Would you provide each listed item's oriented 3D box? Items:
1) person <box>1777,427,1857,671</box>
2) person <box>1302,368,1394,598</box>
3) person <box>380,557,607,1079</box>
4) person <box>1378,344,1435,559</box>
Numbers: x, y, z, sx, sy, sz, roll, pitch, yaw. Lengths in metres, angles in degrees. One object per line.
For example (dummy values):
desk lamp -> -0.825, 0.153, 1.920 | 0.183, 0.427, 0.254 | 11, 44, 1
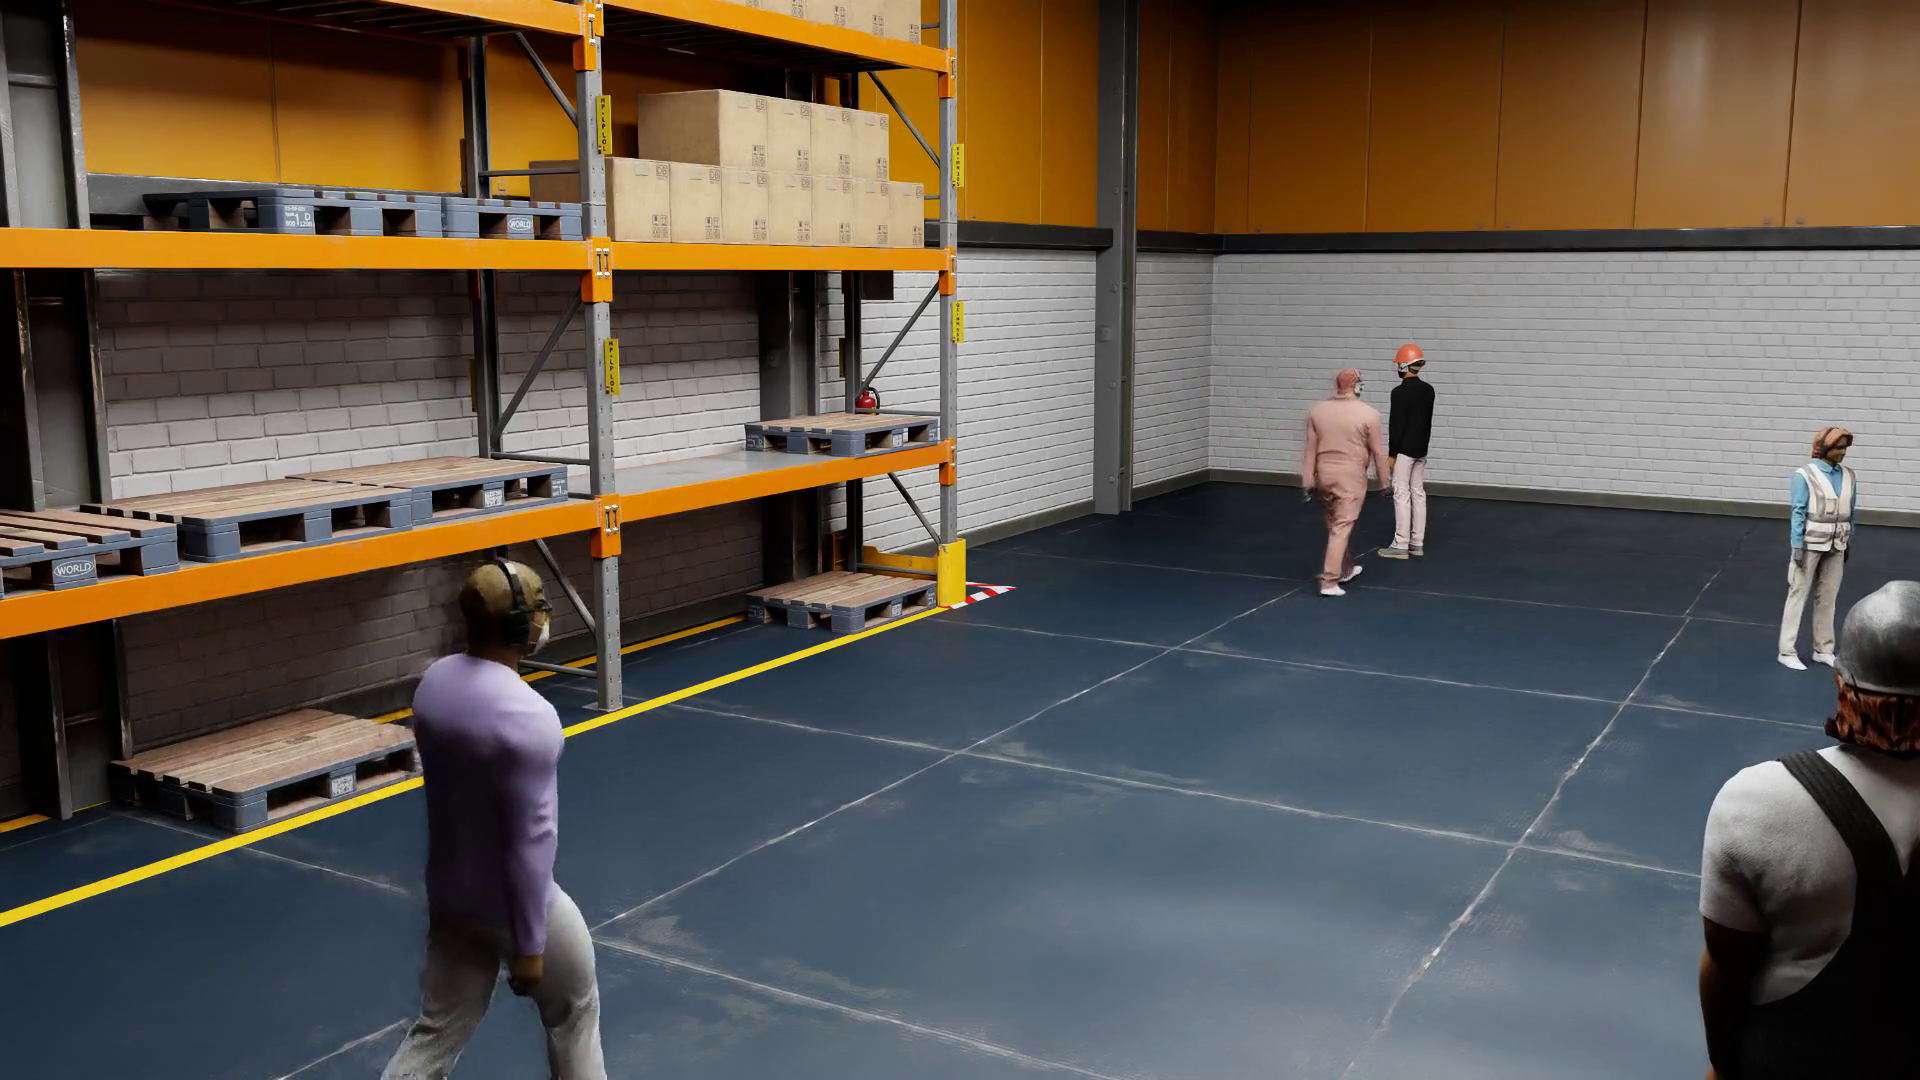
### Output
person -> 5.758, 0.059, 11.134 | 0.525, 1.634, 0.311 | -2, 9, -15
person -> 3.241, -0.483, 13.795 | 0.950, 1.867, 0.660 | -9, 13, -43
person -> -1.311, 0.985, 4.562 | 0.646, 1.898, 1.001 | 8, 12, 41
person -> 4.163, -0.823, 15.497 | 0.622, 1.993, 0.382 | -8, 12, -42
